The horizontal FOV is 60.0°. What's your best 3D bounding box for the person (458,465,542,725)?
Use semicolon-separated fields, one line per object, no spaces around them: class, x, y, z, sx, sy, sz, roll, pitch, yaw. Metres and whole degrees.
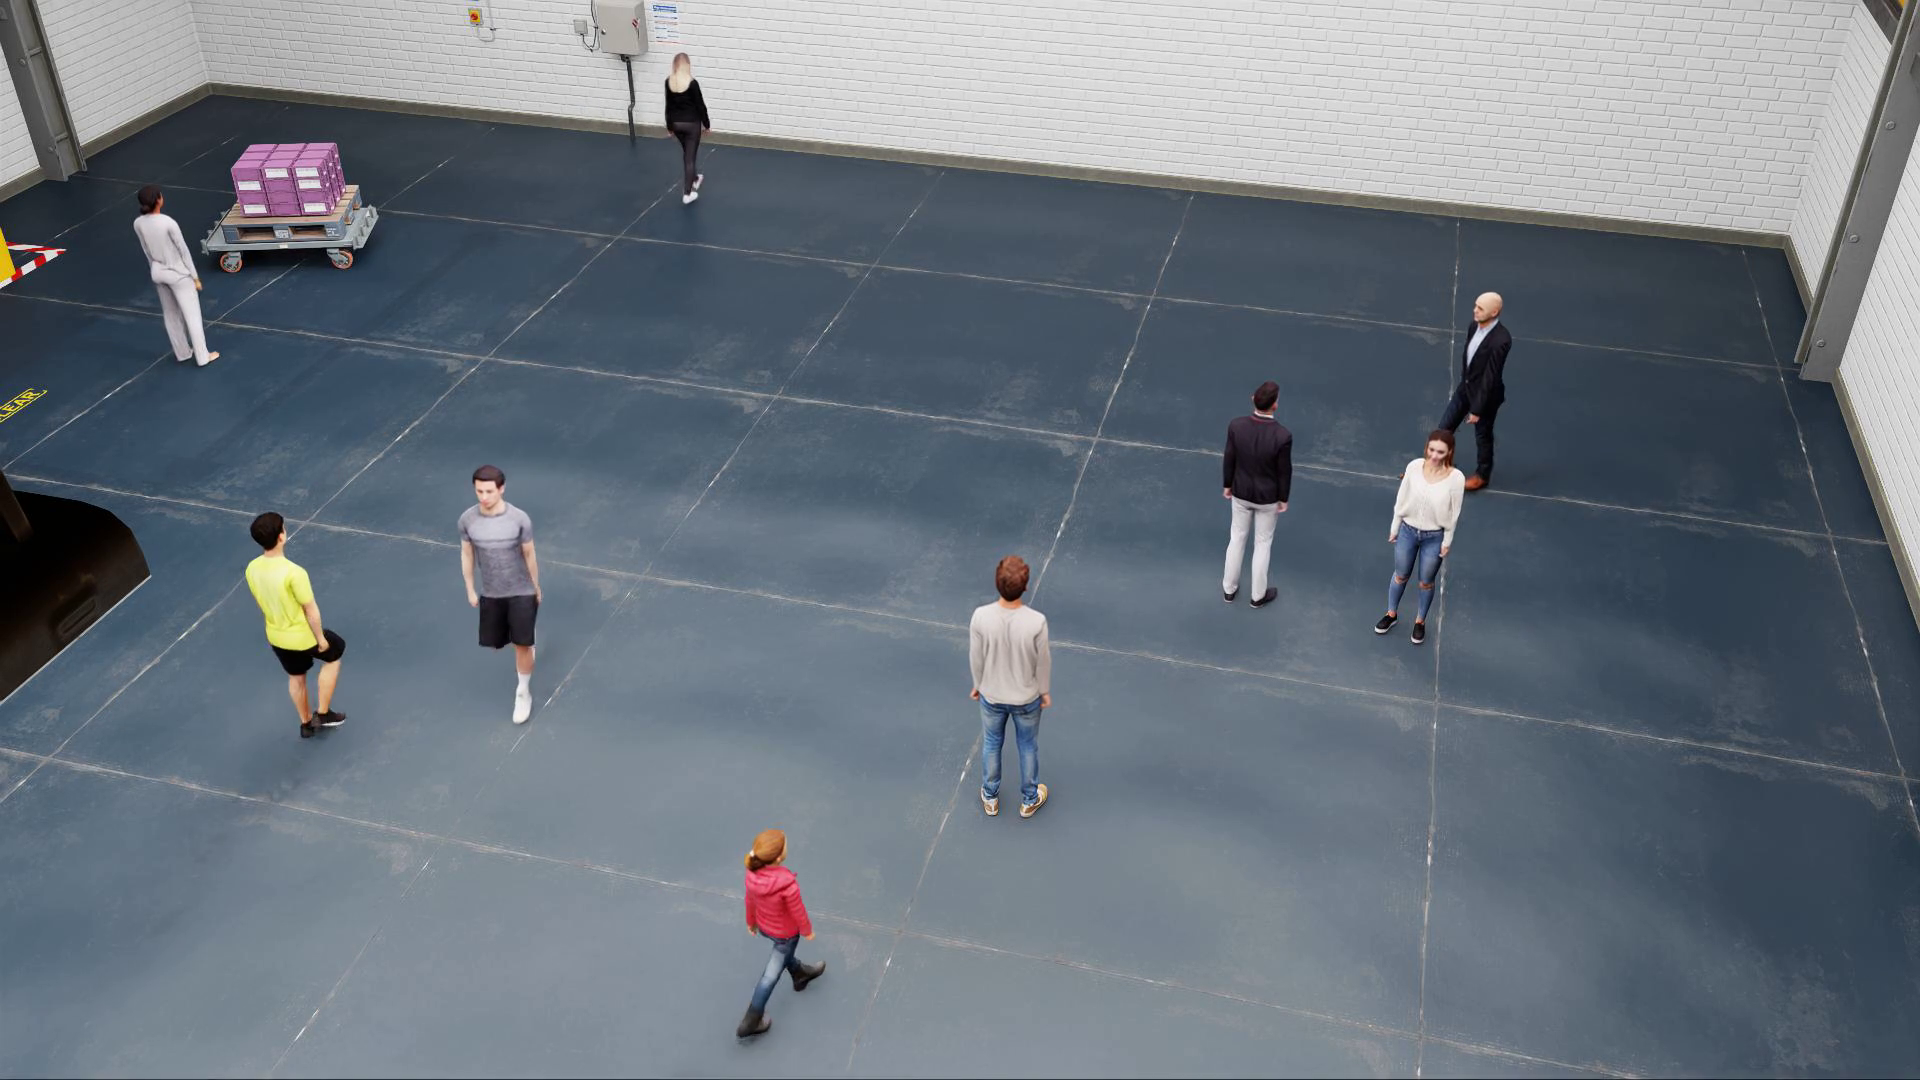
person;-3.021;0.284;11.217;0.809;1.849;1.058;0;34;1

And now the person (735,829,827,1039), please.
person;-1.032;2.134;8.940;0.787;1.289;0.983;27;42;35

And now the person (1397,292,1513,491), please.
person;4.278;-1.179;13.489;1.093;1.769;1.096;-12;35;-18

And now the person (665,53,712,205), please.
person;-3.123;-4.604;18.740;0.663;1.662;0.906;11;35;16

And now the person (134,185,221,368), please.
person;-7.308;-2.449;15.431;0.633;1.736;0.559;9;35;14

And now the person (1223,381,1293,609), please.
person;2.155;-0.331;12.147;0.708;1.844;0.639;17;37;24

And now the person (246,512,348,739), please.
person;-4.374;0.625;10.843;0.633;1.695;0.602;9;35;13

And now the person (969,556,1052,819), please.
person;0.311;0.924;10.203;0.672;1.905;0.592;6;34;9

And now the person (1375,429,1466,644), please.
person;3.292;-0.040;11.846;0.667;1.693;0.627;17;37;24
